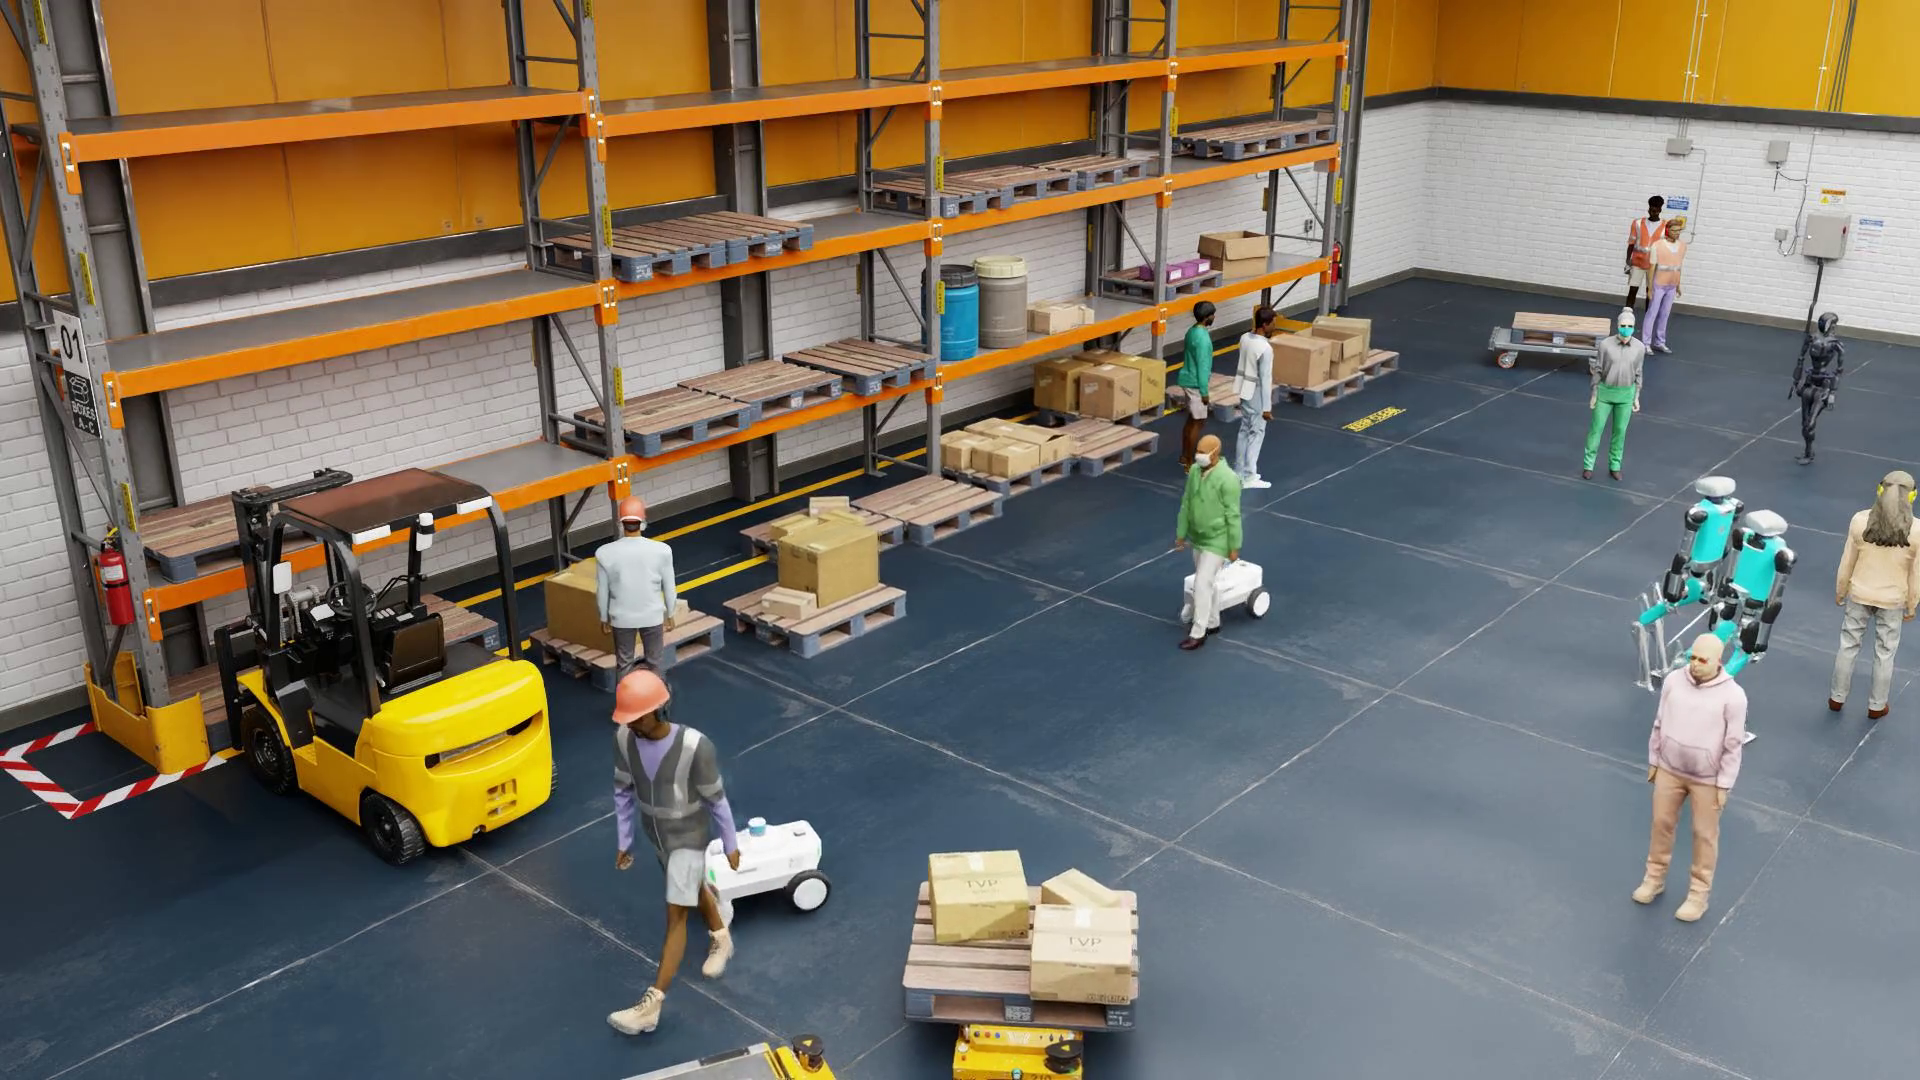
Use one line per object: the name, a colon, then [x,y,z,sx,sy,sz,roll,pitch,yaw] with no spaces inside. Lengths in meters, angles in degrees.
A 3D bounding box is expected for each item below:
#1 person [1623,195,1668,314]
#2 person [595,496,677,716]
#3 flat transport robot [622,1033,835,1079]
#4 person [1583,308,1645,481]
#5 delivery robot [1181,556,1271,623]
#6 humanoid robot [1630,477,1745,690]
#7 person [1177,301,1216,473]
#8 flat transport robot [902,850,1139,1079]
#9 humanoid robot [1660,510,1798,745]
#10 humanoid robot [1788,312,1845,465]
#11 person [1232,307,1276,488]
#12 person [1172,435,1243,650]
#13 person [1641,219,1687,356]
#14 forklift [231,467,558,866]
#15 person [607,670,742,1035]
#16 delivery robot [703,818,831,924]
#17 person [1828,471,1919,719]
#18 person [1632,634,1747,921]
person: [9.843,-3.957,23.836,0.602,1.958,0.377,9,22,23]
person: [-2.326,0.523,12.009,0.571,1.740,0.352,-4,21,-10]
flat transport robot: [-1.260,2.796,7.976,1.431,0.231,0.659,-9,22,-22]
person: [6.864,-1.528,17.427,0.511,1.838,0.342,3,21,9]
delivery robot: [2.232,0.422,14.021,0.801,0.612,0.499,-17,26,-39]
humanoid robot: [5.393,0.330,12.589,0.534,1.810,0.765,-11,23,-27]
person: [2.503,-1.633,17.713,0.389,1.841,0.509,-2,20,-6]
flat transport robot: [0.344,2.417,9.002,0.659,0.231,1.431,2,20,5]
humanoid robot: [5.304,0.670,11.656,0.877,1.780,0.563,-6,21,-15]
humanoid robot: [9.254,-1.654,17.994,0.458,1.646,0.589,-9,22,-23]
person: [3.037,-1.468,17.165,0.404,1.907,0.602,-6,21,-15]
person: [1.916,0.018,13.344,0.696,1.758,0.569,-13,24,-32]
person: [9.554,-3.440,22.595,0.564,1.845,0.389,-8,22,-20]
forklift: [-3.730,0.710,10.856,2.313,2.155,1.214,17,26,38]
person: [-1.543,1.590,8.774,0.653,1.973,1.070,11,23,28]
delivery robot: [-1.187,1.919,9.888,0.734,0.560,0.499,-9,22,-23]
person: [6.685,0.409,12.127,0.553,1.876,0.409,14,25,33]
person: [4.287,1.355,9.719,0.413,1.773,0.528,-18,27,-41]
